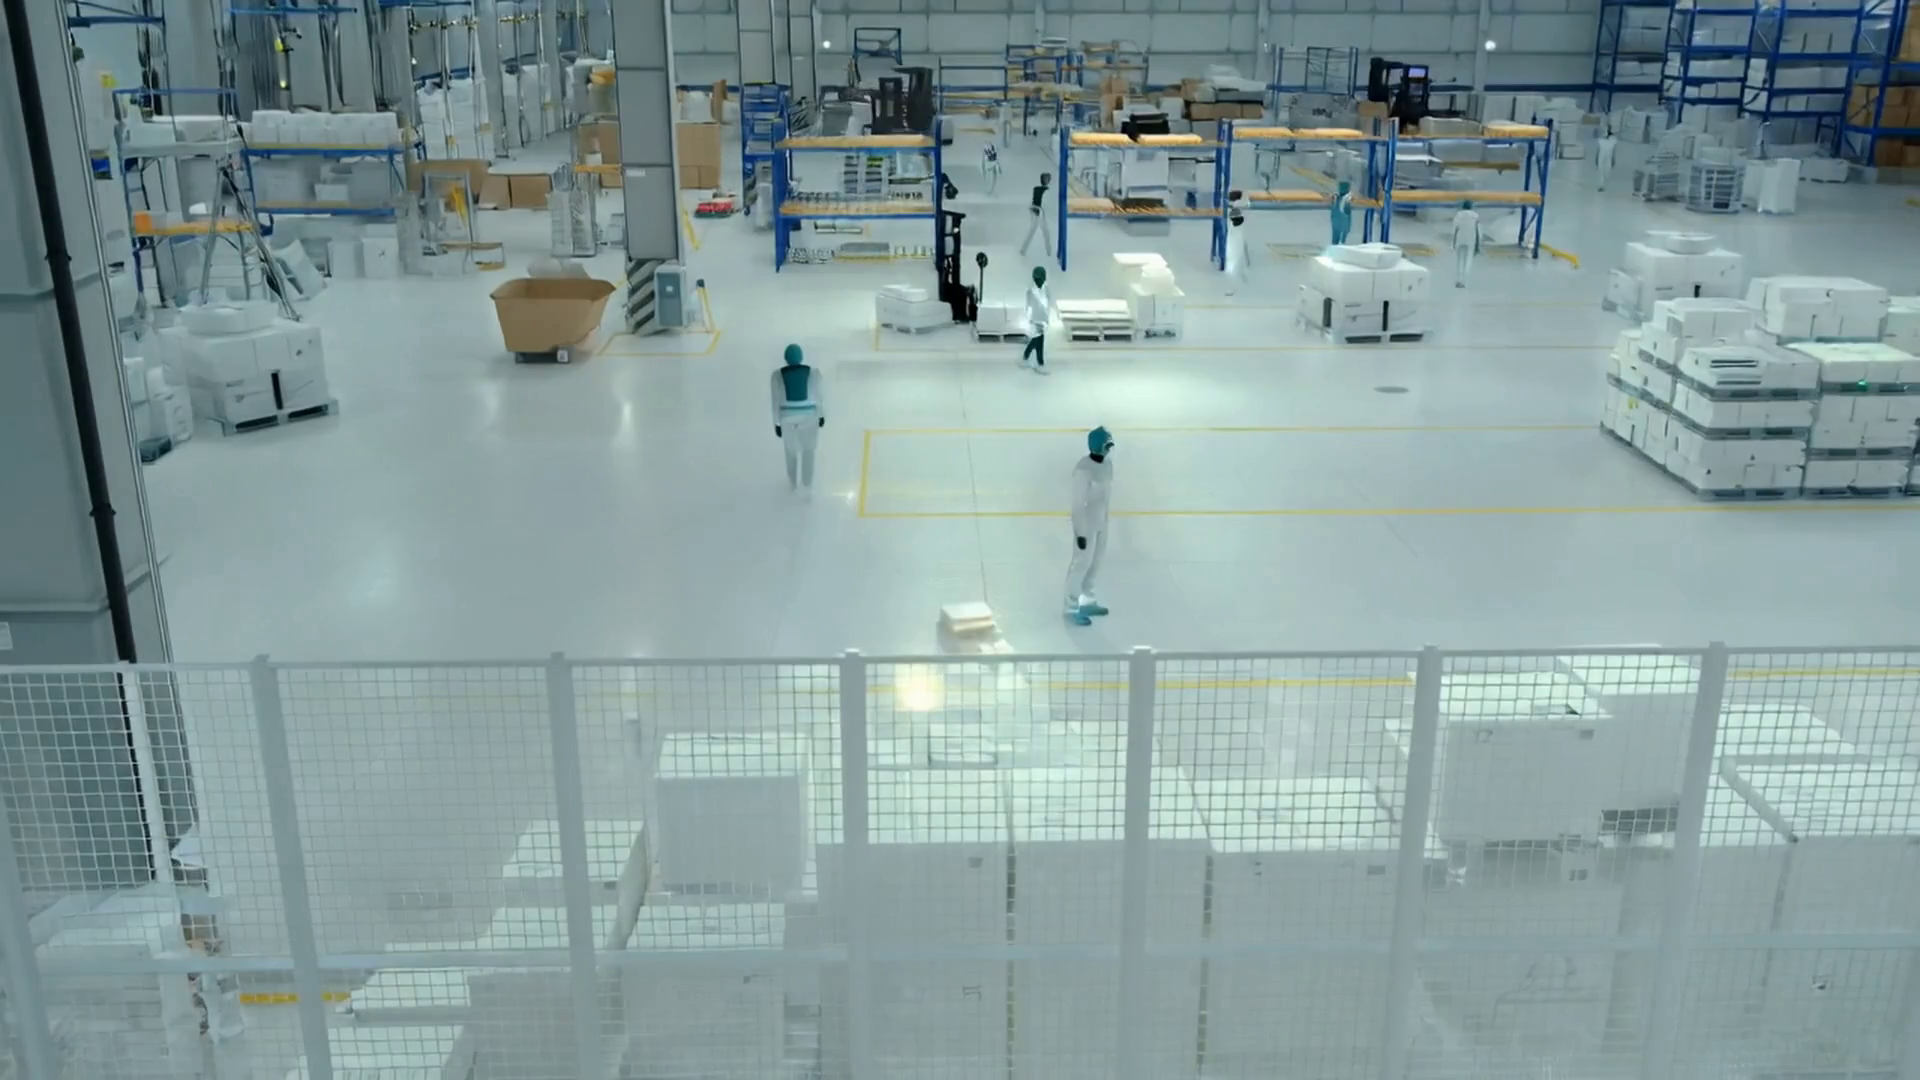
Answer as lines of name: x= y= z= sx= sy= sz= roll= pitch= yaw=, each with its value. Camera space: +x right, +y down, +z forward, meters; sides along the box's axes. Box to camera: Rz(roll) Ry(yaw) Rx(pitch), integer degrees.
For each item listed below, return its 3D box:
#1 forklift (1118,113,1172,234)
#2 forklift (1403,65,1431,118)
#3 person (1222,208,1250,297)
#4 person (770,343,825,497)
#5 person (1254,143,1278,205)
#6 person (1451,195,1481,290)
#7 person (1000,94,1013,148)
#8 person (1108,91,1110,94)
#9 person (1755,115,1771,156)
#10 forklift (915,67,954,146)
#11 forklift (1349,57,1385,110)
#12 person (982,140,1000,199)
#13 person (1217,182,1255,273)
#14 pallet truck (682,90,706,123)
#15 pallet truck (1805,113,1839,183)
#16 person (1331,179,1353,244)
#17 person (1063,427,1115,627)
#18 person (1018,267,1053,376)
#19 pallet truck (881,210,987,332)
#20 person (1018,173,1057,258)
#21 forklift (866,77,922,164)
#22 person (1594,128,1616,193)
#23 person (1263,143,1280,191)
forklift: x=4.524 y=-8.905 z=40.289 sx=1.129 sy=2.768 sz=1.873 roll=-1 pitch=19 yaw=-1
forklift: x=17.086 y=-16.383 z=62.474 sx=1.129 sy=2.768 sz=1.873 roll=8 pitch=20 yaw=22
person: x=5.355 y=-5.546 z=32.085 sx=0.482 sy=1.726 sz=0.500 roll=-3 pitch=19 yaw=-9
person: x=-1.921 y=-1.426 z=19.760 sx=0.626 sy=1.811 sz=0.877 roll=-1 pitch=19 yaw=-3
person: x=8.195 y=-9.868 z=44.597 sx=0.629 sy=1.940 sz=0.379 roll=7 pitch=20 yaw=19
person: x=10.016 y=-5.895 z=32.931 sx=0.527 sy=1.851 sz=0.476 roll=6 pitch=19 yaw=17
person: x=1.695 y=-15.359 z=60.906 sx=0.383 sy=1.931 sz=0.628 roll=10 pitch=21 yaw=28
person: x=5.576 y=-16.033 z=62.919 sx=0.771 sy=1.917 sz=0.546 roll=-6 pitch=20 yaw=-17
person: x=26.482 y=-13.226 z=55.046 sx=0.657 sy=1.617 sz=0.529 roll=1 pitch=19 yaw=2
forklift: x=-1.273 y=-15.879 z=60.977 sx=1.873 sy=2.768 sz=1.129 roll=-10 pitch=21 yaw=-26
forklift: x=17.144 y=-18.481 z=68.698 sx=1.873 sy=2.768 sz=1.129 roll=-1 pitch=19 yaw=-1
person: x=0.867 y=-10.404 z=46.662 sx=0.536 sy=1.624 sz=0.373 roll=-6 pitch=19 yaw=-16
person: x=5.846 y=-6.554 z=34.849 sx=0.907 sy=1.899 sz=0.591 roll=-13 pitch=22 yaw=-33
pallet truck: x=-9.671 y=-15.907 z=62.421 sx=0.823 sy=1.965 sz=1.885 roll=5 pitch=19 yaw=15
pallet truck: x=26.403 y=-11.957 z=50.702 sx=0.823 sy=1.965 sz=1.885 roll=6 pitch=19 yaw=16
person: x=8.195 y=-6.812 z=35.673 sx=0.326 sy=1.843 sz=0.517 roll=-16 pitch=25 yaw=-40
person: x=1.257 y=-0.140 z=15.773 sx=0.390 sy=1.927 sz=0.644 roll=11 pitch=21 yaw=29
person: x=1.169 y=-3.428 z=25.926 sx=0.708 sy=1.672 sz=0.579 roll=10 pitch=21 yaw=27
pallet truck: x=-0.493 y=-4.759 z=29.349 sx=1.885 sy=1.965 sz=0.823 roll=-13 pitch=23 yaw=-34
person: x=1.707 y=-7.128 z=36.584 sx=0.938 sy=1.871 sz=0.621 roll=-8 pitch=20 yaw=-23
forklift: x=-2.259 y=-13.811 z=54.842 sx=1.873 sy=2.768 sz=1.129 roll=13 pitch=22 yaw=33
person: x=18.673 y=-10.998 z=48.148 sx=0.529 sy=1.821 sz=0.959 roll=5 pitch=19 yaw=14
person: x=8.523 y=-10.216 z=45.764 sx=0.629 sy=1.855 sz=0.600 roll=-16 pitch=25 yaw=-40
